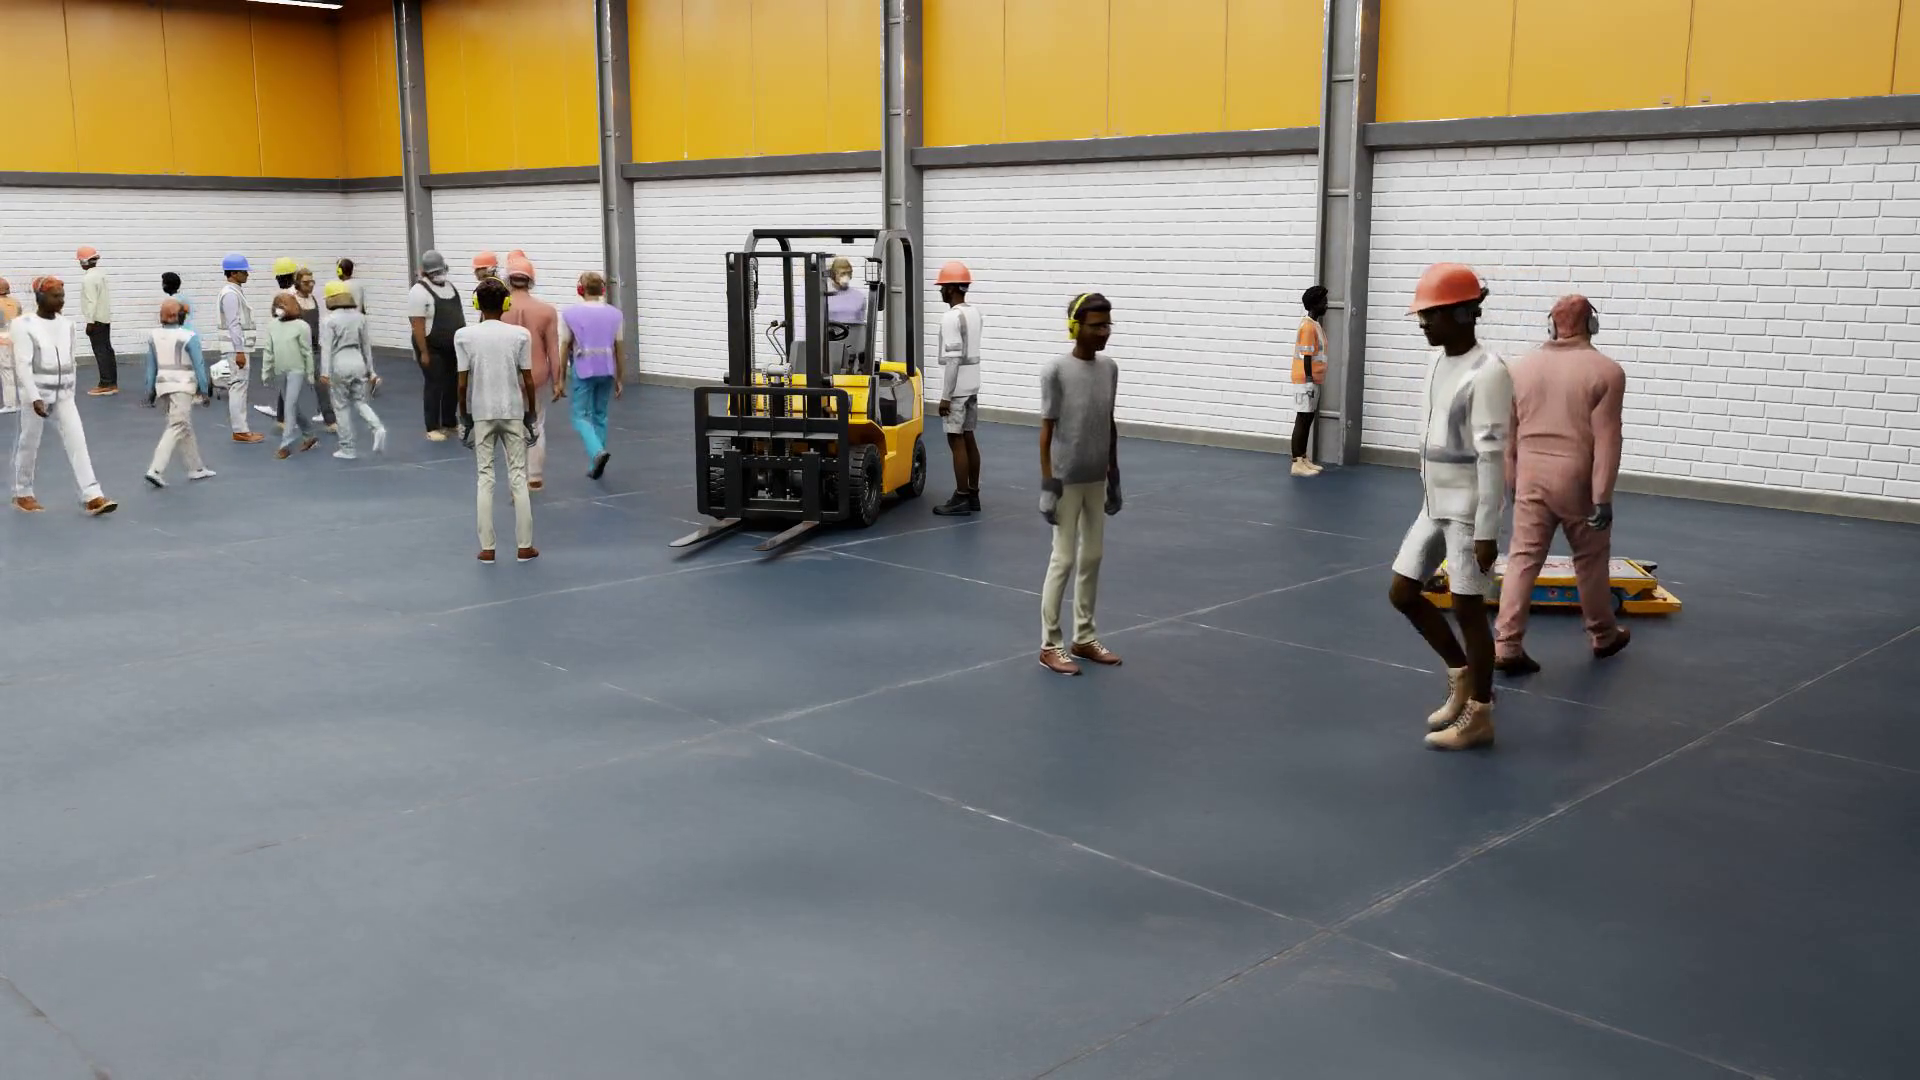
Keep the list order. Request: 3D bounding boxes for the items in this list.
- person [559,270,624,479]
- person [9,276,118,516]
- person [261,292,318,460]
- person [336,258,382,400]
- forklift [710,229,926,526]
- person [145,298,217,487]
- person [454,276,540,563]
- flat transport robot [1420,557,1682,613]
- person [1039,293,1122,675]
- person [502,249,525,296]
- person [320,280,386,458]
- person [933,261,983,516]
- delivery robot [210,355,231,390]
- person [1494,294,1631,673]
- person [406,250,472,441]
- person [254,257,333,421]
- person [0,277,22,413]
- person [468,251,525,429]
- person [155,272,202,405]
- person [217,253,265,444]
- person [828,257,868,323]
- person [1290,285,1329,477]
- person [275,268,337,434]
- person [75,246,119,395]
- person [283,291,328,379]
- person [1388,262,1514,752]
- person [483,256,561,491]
[{"bbox_3d":[-3.170,-1.409,14.387,0.589,1.829,0.624,-7,13,-34],"label":"person"},{"bbox_3d":[-6.909,-1.080,12.647,1.024,1.829,0.588,5,12,26],"label":"person"},{"bbox_3d":[-6.520,-1.610,16.188,0.506,1.601,0.830,4,11,20],"label":"person"},{"bbox_3d":[-7.820,-2.704,21.427,0.620,1.852,0.512,5,12,27],"label":"person"},{"bbox_3d":[-1.050,-1.319,12.920,1.214,2.155,2.313,2,11,13],"label":"forklift"},{"bbox_3d":[-6.746,-1.268,14.256,0.542,1.599,0.810,4,11,21],"label":"person"},{"bbox_3d":[-3.014,-0.778,10.854,0.514,1.872,0.328,-3,11,-13],"label":"person"},{"bbox_3d":[3.354,0.242,9.654,1.431,0.197,0.652,1,10,7],"label":"flat transport robot"},{"bbox_3d":[0.605,-0.278,8.173,0.534,1.858,0.343,-8,13,-38],"label":"person"},{"bbox_3d":[-6.025,-2.981,22.680,0.375,1.935,0.551,-8,13,-38],"label":"person"},{"bbox_3d":[-5.796,-1.617,15.863,0.573,1.708,0.529,7,13,34],"label":"person"},{"bbox_3d":[-0.036,-1.151,12.705,0.371,1.935,0.551,4,11,22],"label":"person"},{"bbox_3d":[-9.636,-2.183,21.849,0.477,0.478,0.707,-6,12,-28],"label":"delivery robot"},{"bbox_3d":[2.972,-0.277,8.198,1.032,1.848,0.662,-9,14,-40],"label":"person"},{"bbox_3d":[-5.385,-2.040,17.269,0.564,2.000,0.755,4,11,21],"label":"person"},{"bbox_3d":[-7.636,-2.274,19.001,0.993,1.868,0.607,-2,10,-8],"label":"person"},{"bbox_3d":[-11.472,-2.341,20.014,0.311,1.636,0.523,3,11,13],"label":"person"},{"bbox_3d":[-5.043,-2.144,18.085,0.524,1.965,0.634,-3,11,-18],"label":"person"},{"bbox_3d":[-9.920,-2.506,20.839,0.784,1.667,0.539,-2,11,-11],"label":"person"},{"bbox_3d":[-7.414,-1.966,17.114,0.391,1.946,0.615,-4,11,-22],"label":"person"},{"bbox_3d":[-1.213,-1.847,16.541,0.644,1.923,0.622,-7,12,-34],"label":"person"},{"bbox_3d":[3.111,-1.413,14.808,0.320,1.694,0.532,4,11,20],"label":"person"},{"bbox_3d":[-7.091,-2.031,17.917,1.004,1.790,0.515,5,12,26],"label":"person"},{"bbox_3d":[-11.611,-2.947,22.342,0.393,1.990,0.617,-1,10,-8],"label":"person"},{"bbox_3d":[-9.312,-2.964,23.486,0.533,1.598,0.819,2,11,10],"label":"person"},{"bbox_3d":[2.045,-0.121,6.862,0.478,2.019,0.738,-2,11,-9],"label":"person"},{"bbox_3d":[-3.585,-1.333,13.627,0.626,1.974,0.747,-3,11,-15],"label":"person"}]
